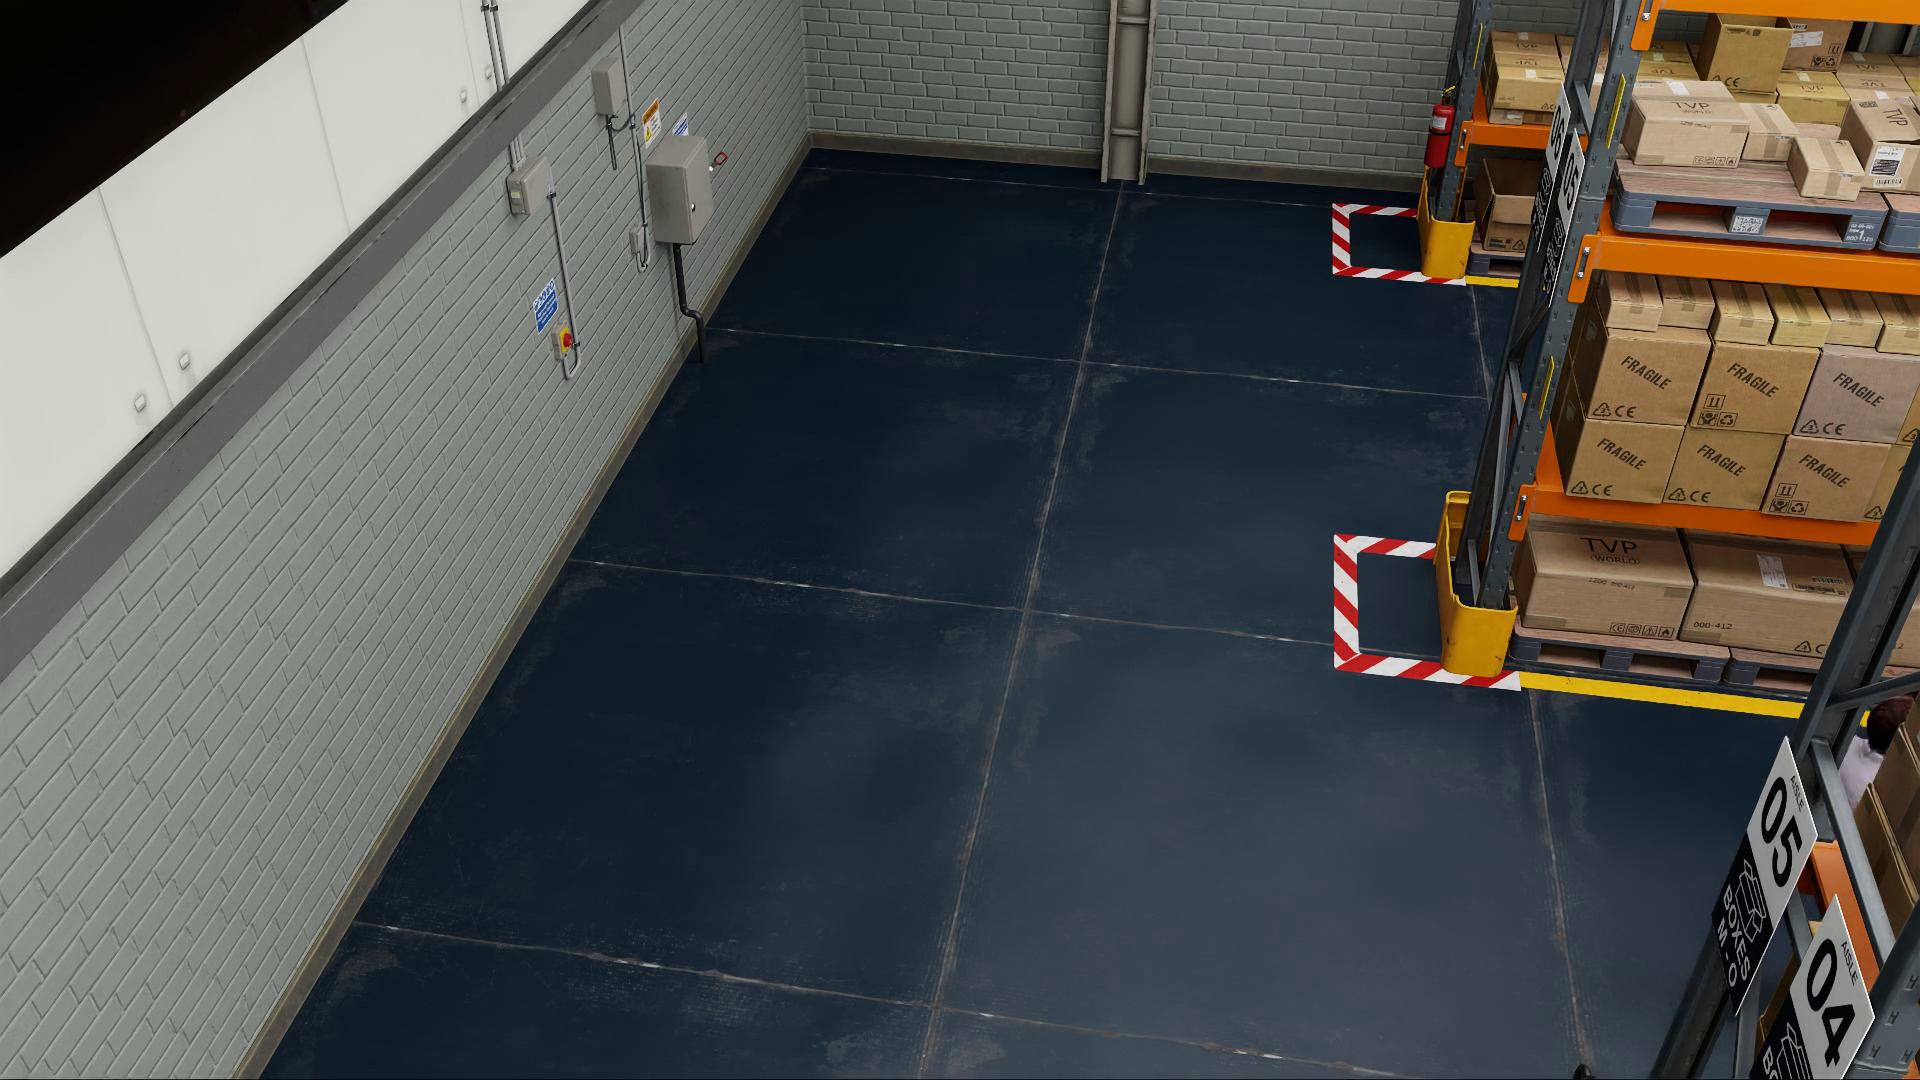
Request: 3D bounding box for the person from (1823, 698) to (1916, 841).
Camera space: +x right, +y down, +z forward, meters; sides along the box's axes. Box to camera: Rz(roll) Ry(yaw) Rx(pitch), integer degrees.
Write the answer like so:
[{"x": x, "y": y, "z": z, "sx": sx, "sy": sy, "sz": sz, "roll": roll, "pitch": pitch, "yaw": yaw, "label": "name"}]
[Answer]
[{"x": 3.779, "y": 1.442, "z": 7.433, "sx": 1.217, "sy": 1.815, "sz": 1.012, "roll": -11, "pitch": 39, "yaw": -14, "label": "person"}]
